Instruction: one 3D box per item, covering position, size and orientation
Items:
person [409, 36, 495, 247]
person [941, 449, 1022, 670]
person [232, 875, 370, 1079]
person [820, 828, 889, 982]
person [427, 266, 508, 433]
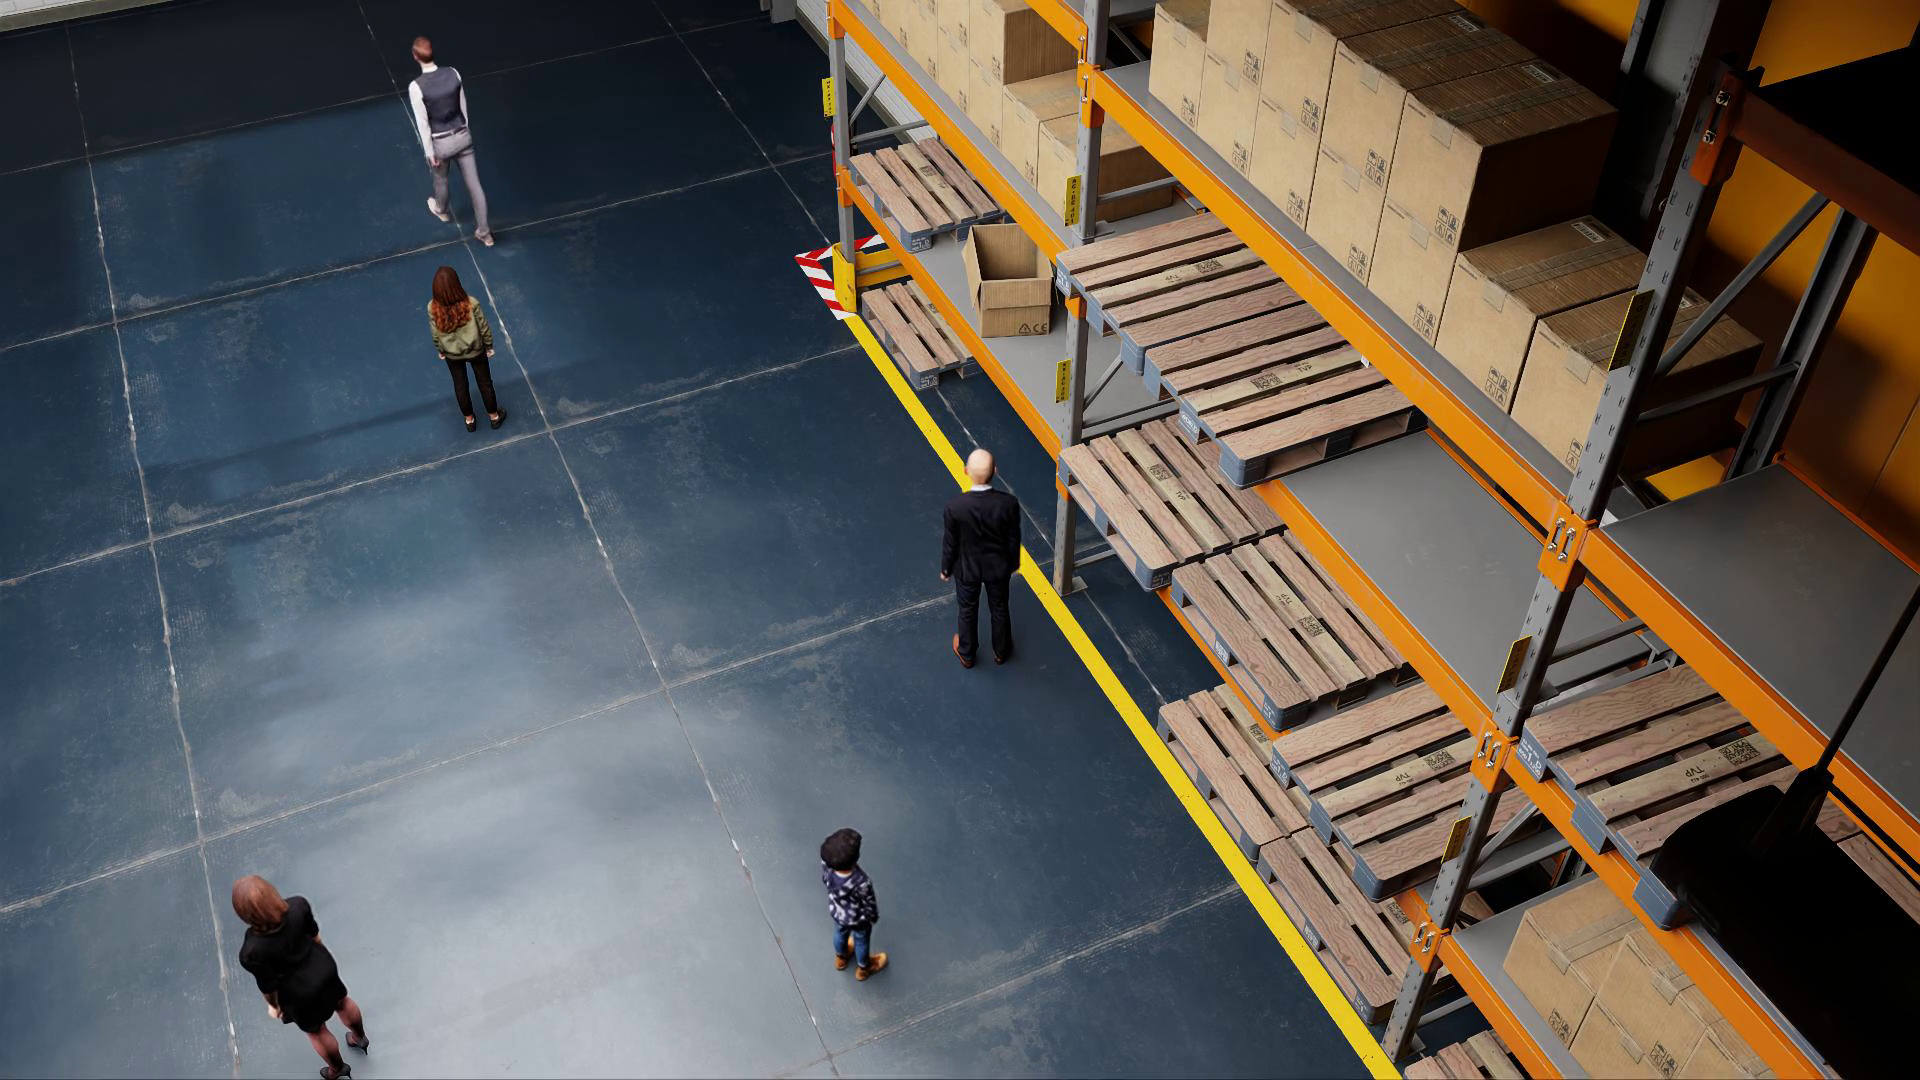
[{"bbox_3d":[-4.399,-3.434,14.517,0.829,1.906,1.172,-26,50,-25],"label":"person"},{"bbox_3d":[0.142,0.154,10.831,0.759,1.794,0.722,-3,44,-3],"label":"person"},{"bbox_3d":[-3.410,2.294,8.651,0.696,1.704,0.660,18,47,18],"label":"person"},{"bbox_3d":[-0.611,2.024,9.263,0.564,1.251,0.641,25,49,24],"label":"person"},{"bbox_3d":[-3.806,-1.466,12.763,0.640,1.475,0.591,-6,44,-6],"label":"person"}]
